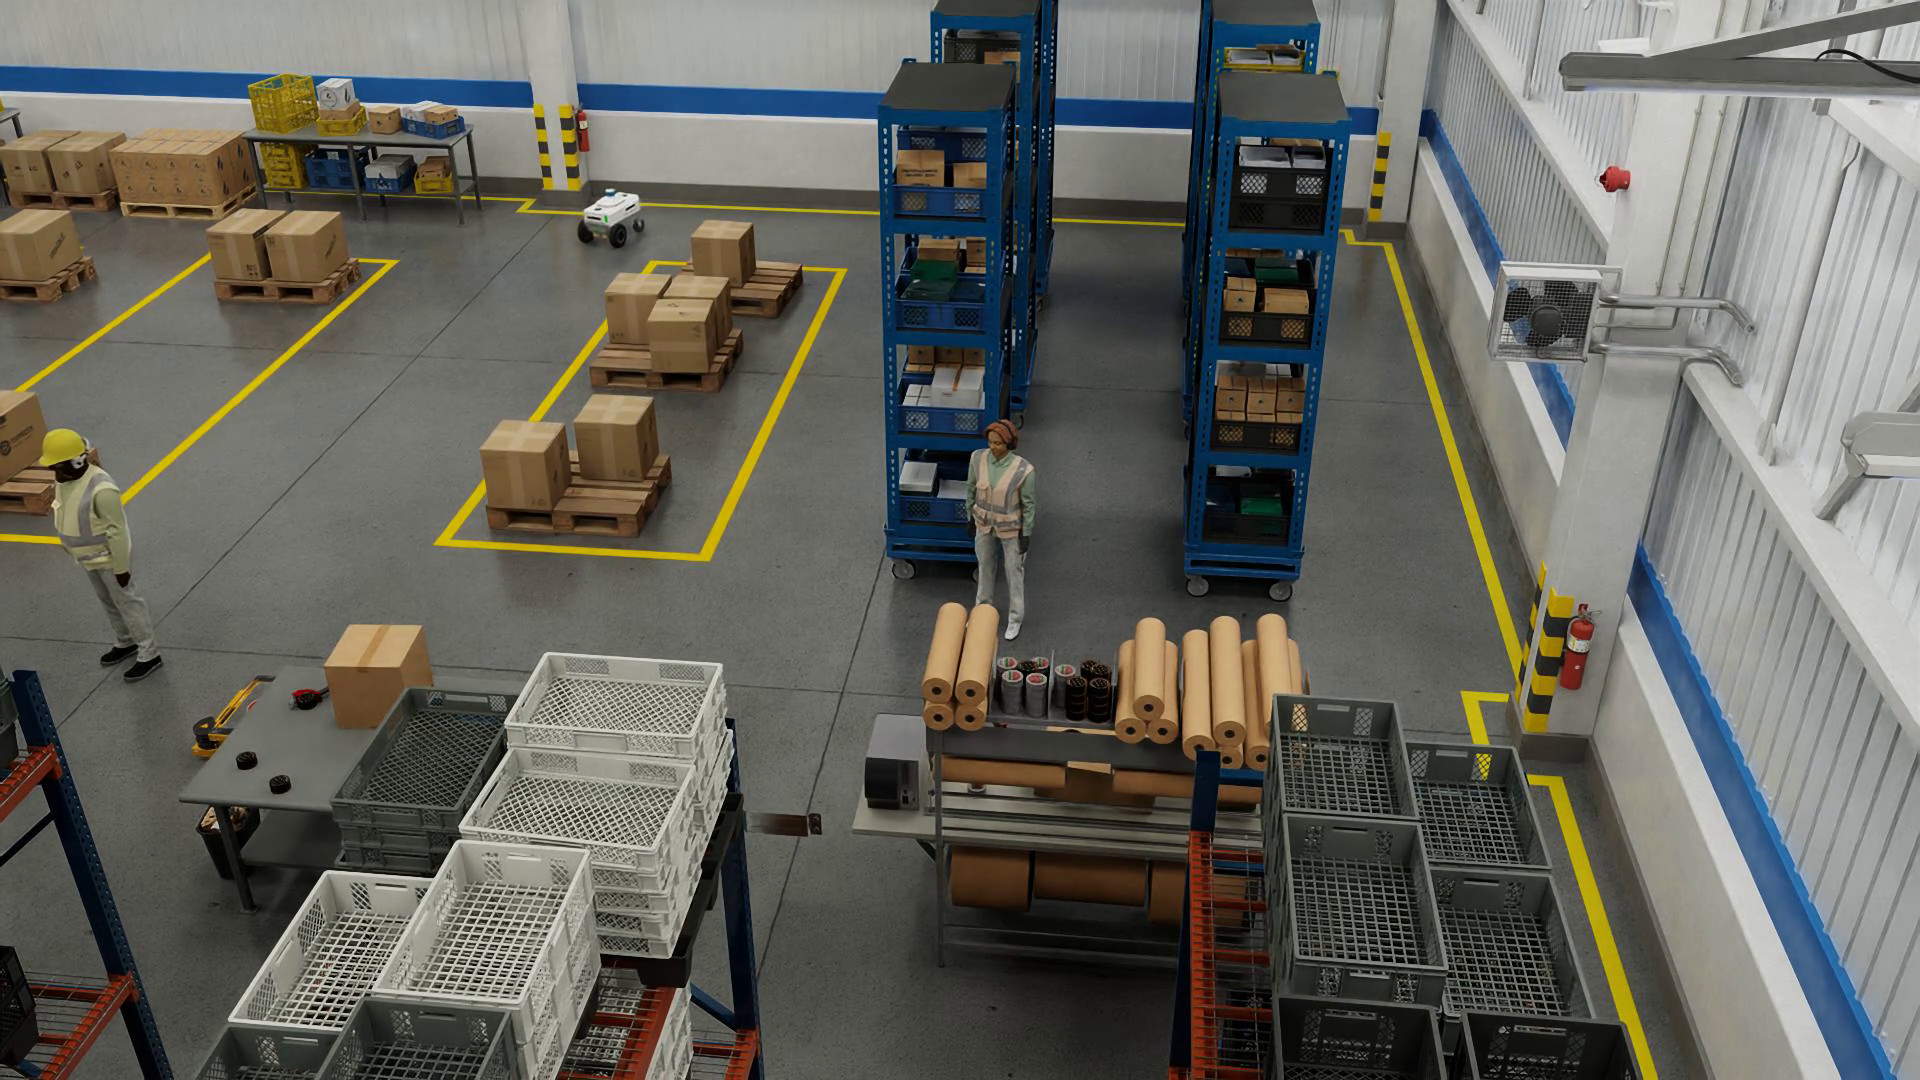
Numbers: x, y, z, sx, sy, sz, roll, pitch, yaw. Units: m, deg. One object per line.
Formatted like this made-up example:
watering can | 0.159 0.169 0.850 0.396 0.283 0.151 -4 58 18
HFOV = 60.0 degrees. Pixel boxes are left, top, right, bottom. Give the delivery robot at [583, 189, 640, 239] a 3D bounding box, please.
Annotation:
delivery robot | -3.889 -3.677 18.591 0.477 0.478 0.707 12 32 20

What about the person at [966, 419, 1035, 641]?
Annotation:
person | 0.273 -0.083 11.436 0.514 1.641 0.309 15 33 24

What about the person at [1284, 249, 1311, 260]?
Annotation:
person | 3.289 -2.993 16.136 0.619 1.950 0.667 -12 32 -19

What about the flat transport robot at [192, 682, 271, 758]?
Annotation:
flat transport robot | -4.089 1.163 10.648 1.431 0.197 0.652 3 30 6

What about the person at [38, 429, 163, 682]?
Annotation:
person | -5.684 0.080 10.979 0.594 1.823 0.403 20 36 31
